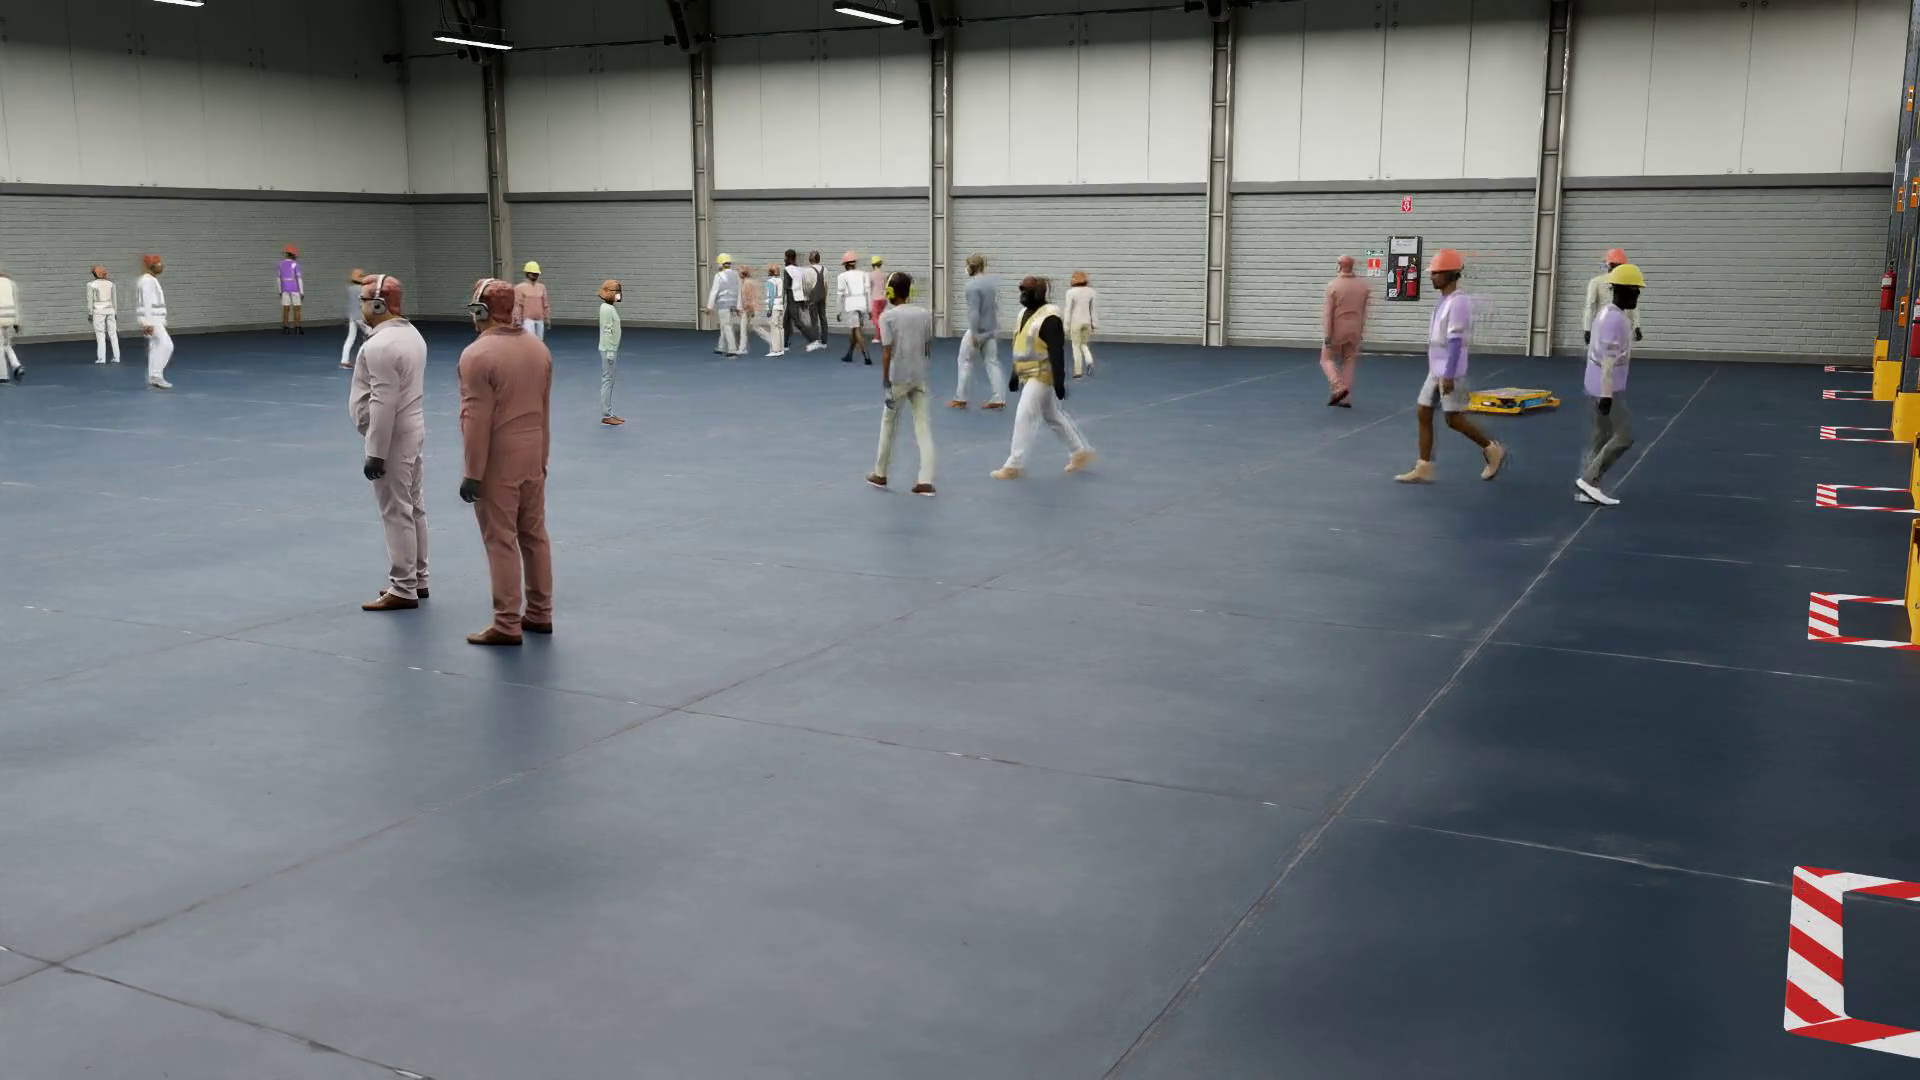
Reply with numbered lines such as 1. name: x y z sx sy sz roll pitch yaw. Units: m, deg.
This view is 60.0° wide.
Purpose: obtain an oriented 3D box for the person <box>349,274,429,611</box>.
1. person: -3.268 -0.556 9.524 0.410 1.912 0.643 0 10 -3

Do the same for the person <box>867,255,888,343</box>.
1. person: -1.585 -4.722 32.695 0.532 1.751 0.633 -8 13 -37

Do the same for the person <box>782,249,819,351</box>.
1. person: -3.020 -4.411 30.642 0.946 1.884 0.597 3 11 16

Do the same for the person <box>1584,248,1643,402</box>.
1. person: 8.200 -2.643 20.785 0.637 1.956 0.917 -3 11 -14

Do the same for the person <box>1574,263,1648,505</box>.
1. person: 5.113 -1.202 13.045 0.437 1.906 0.611 3 11 18

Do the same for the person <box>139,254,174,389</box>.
1. person: -11.119 -3.023 23.078 0.461 1.869 0.608 -3 11 -18

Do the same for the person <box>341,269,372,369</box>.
1. person: -9.625 -3.555 26.738 0.518 1.580 0.850 9 14 41

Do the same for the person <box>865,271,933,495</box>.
1. person: -0.491 -1.307 13.852 0.531 1.828 0.916 -6 12 -30

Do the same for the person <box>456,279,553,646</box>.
1. person: -2.398 -0.404 8.701 0.403 1.906 0.651 4 11 22

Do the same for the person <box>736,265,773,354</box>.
1. person: -3.691 -4.133 29.885 0.754 1.607 0.523 -4 11 -21

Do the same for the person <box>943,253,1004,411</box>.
1. person: 0.168 -2.525 20.271 0.875 1.902 0.647 6 12 30

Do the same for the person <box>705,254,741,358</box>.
1. person: -4.170 -4.063 28.919 0.756 1.801 0.597 6 12 28

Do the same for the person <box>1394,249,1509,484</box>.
1. person: 4.224 -1.456 14.149 0.866 2.019 0.615 -1 10 -3

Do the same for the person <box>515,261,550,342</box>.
1. person: -6.412 -3.305 24.968 0.725 1.742 0.539 9 14 41

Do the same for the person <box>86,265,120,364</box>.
1. person: -14.291 -3.757 27.743 0.315 1.629 0.509 6 12 29

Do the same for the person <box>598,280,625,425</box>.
1. person: -3.931 -2.115 18.778 0.281 1.631 0.505 -1 10 -7

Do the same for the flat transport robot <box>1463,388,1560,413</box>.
1. flat transport robot: 6.704 -1.708 20.275 0.652 0.197 1.431 9 14 42

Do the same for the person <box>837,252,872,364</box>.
1. person: -1.723 -3.848 27.657 0.555 1.862 1.048 -6 12 -30

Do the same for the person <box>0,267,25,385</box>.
1. person: -13.697 -3.109 23.685 0.411 1.818 0.618 3 11 18

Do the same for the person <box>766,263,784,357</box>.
1. person: -3.262 -4.050 29.317 0.307 1.637 0.525 3 11 15

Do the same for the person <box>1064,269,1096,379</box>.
1. person: 1.781 -3.193 24.664 0.519 1.619 0.383 -6 12 -32

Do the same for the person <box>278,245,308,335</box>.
1. person: -14.365 -5.345 35.699 0.653 1.913 0.364 2 11 12

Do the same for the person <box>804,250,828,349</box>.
1. person: -2.698 -4.494 31.171 0.506 1.847 0.350 -9 14 -41

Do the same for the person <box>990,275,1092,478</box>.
1. person: 0.761 -1.444 14.707 0.975 1.799 0.622 -3 11 -17

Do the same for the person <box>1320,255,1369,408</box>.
1. person: 4.735 -2.576 20.595 0.648 1.888 0.427 -3 11 -18
